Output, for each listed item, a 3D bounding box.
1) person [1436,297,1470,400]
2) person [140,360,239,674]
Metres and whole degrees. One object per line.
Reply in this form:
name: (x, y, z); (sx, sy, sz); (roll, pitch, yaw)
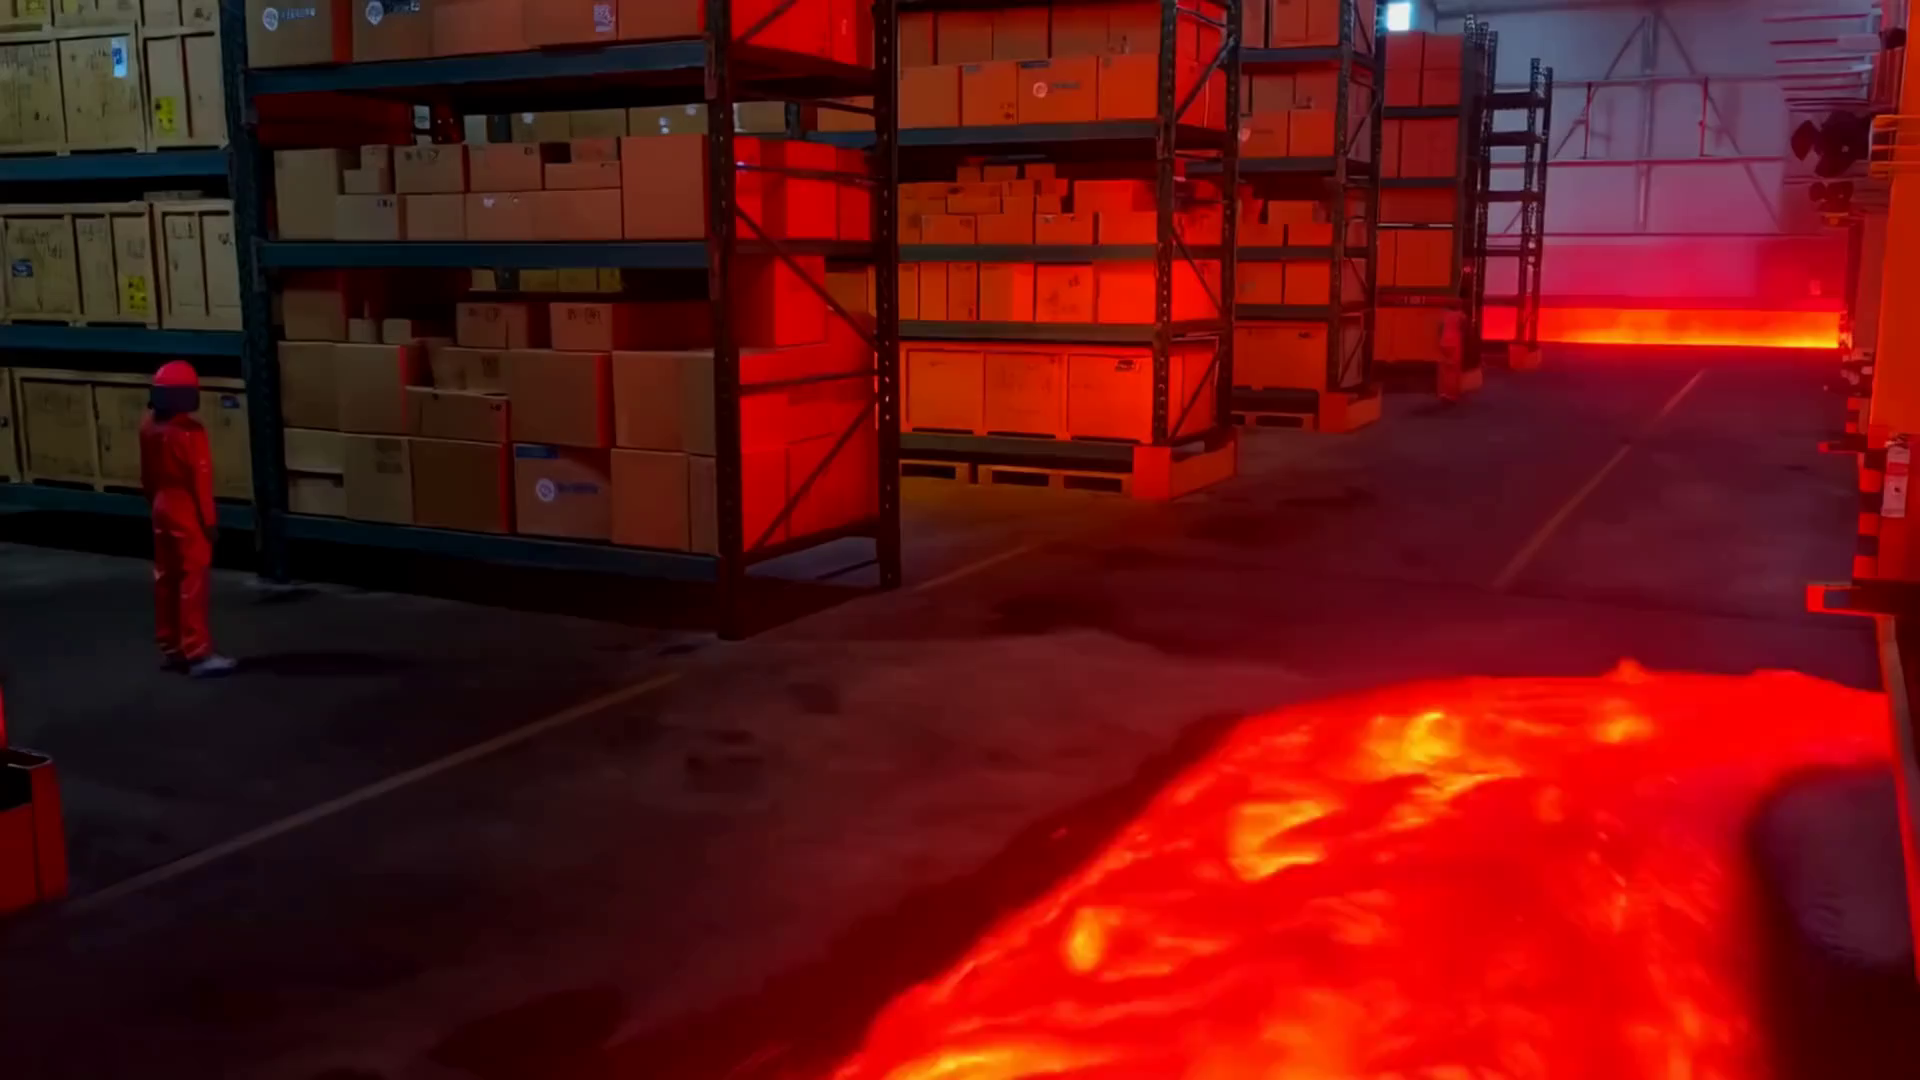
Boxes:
person: (7.810, -3.022, 26.374); (0.522, 1.624, 0.351); (6, 11, 29)
person: (-4.314, -0.126, 9.271); (0.492, 1.740, 0.324); (5, 11, 27)
